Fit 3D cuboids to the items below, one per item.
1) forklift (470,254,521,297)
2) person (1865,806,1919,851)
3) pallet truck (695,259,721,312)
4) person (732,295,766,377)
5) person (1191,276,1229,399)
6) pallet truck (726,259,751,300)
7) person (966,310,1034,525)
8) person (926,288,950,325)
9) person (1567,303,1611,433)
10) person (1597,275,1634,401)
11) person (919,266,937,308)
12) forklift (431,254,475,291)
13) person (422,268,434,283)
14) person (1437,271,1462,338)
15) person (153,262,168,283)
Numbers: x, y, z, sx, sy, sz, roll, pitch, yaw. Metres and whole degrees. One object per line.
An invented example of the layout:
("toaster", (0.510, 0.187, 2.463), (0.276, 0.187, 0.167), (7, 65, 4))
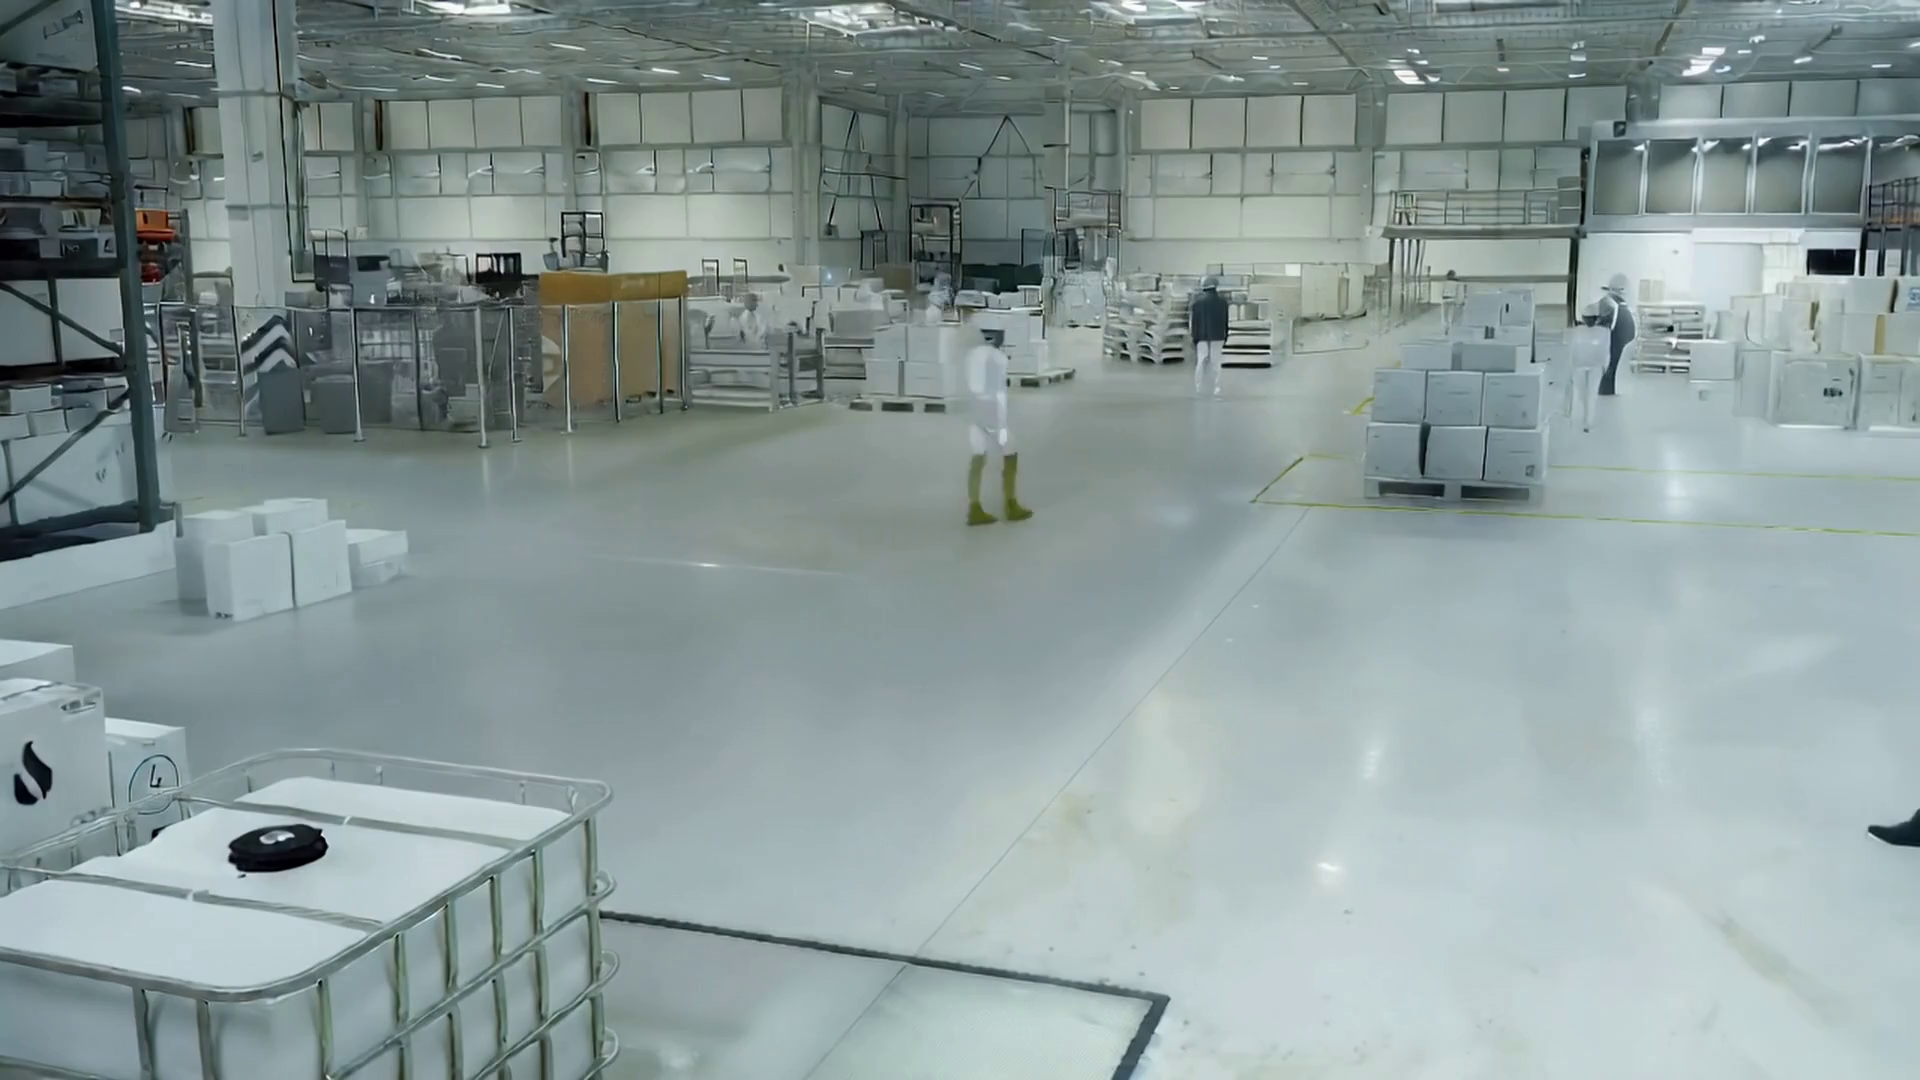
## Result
("forklift", (-17.990, -10.121, 64.684), (1.157, 1.987, 2.680), (3, 11, 17))
("person", (4.203, 0.351, 6.732), (0.731, 1.946, 0.624), (6, 11, 28))
("pallet truck", (-9.165, -9.627, 62.776), (0.823, 1.965, 1.885), (4, 11, 23))
("person", (-3.564, -3.330, 28.271), (0.887, 1.648, 0.536), (4, 11, 23))
("person", (4.054, -3.267, 26.965), (0.623, 1.992, 0.396), (1, 10, 5))
("pallet truck", (-7.986, -9.493, 62.019), (0.823, 1.965, 1.885), (3, 11, 17))
("person", (0.365, -1.096, 14.953), (0.780, 1.913, 0.571), (-8, 13, -38))
("person", (-0.312, -3.151, 26.818), (0.495, 1.812, 0.616), (3, 11, 17))
("person", (8.513, -2.337, 22.488), (0.529, 1.733, 0.872), (6, 12, 31))
("person", (10.560, -3.256, 26.774), (0.536, 2.000, 0.673), (9, 13, 41))
("person", (-0.941, -7.331, 49.771), (0.625, 2.031, 0.500), (-7, 12, -33))
("forklift", (-20.133, -10.254, 65.465), (1.157, 1.987, 2.680), (3, 11, 19))
("person", (-19.408, -9.191, 60.773), (0.403, 1.837, 0.591), (-7, 12, -35))
("person", (13.071, -6.272, 44.417), (0.615, 1.811, 1.024), (3, 10, 16))
("person", (-27.655, -8.638, 57.459), (0.654, 1.906, 0.406), (6, 12, 29))
